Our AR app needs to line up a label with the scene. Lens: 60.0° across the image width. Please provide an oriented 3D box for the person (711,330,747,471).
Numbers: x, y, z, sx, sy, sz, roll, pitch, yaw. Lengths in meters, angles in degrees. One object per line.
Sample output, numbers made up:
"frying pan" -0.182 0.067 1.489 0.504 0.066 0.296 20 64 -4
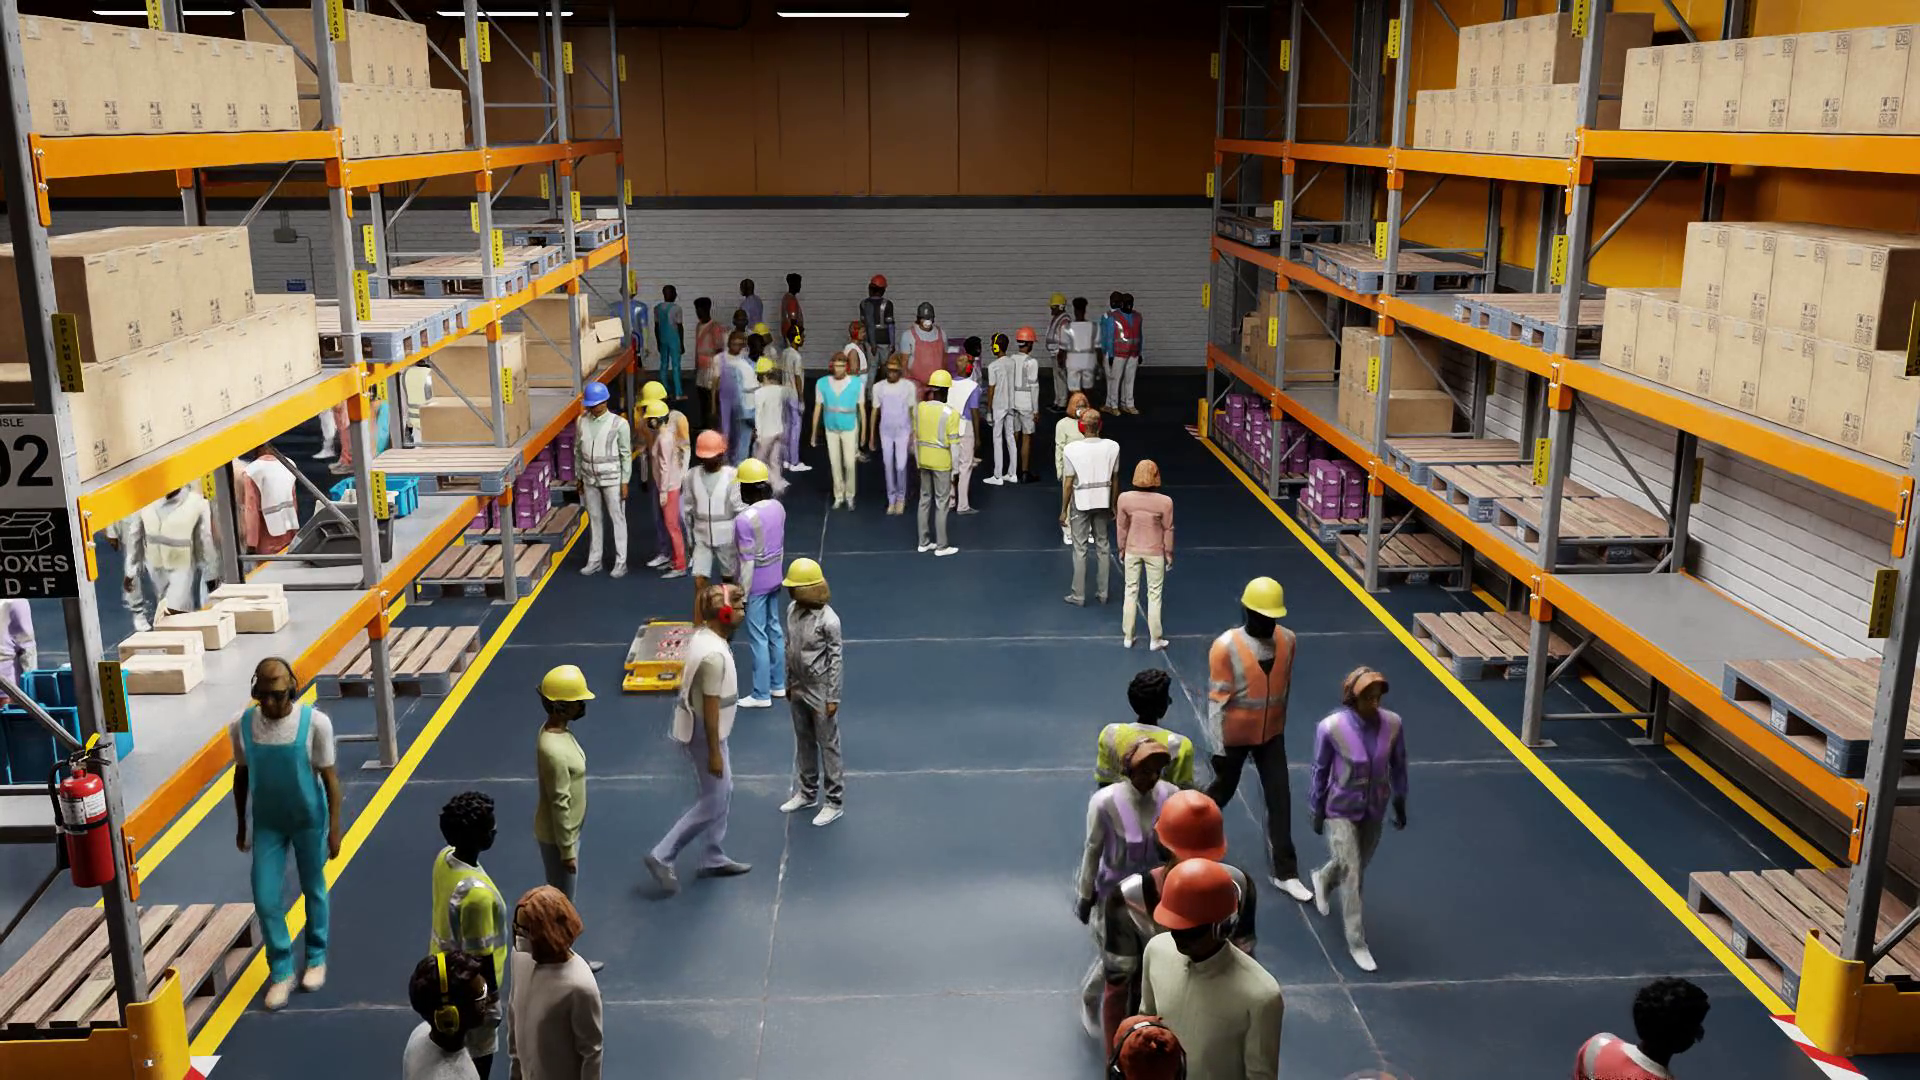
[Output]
"person" -2.856 -1.728 20.946 0.546 1.817 0.429 -4 15 -15

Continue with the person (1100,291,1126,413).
"person" 2.373 -2.862 25.351 0.622 1.845 0.429 -8 16 -30

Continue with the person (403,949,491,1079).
"person" -1.616 2.197 5.433 0.328 1.873 0.517 -7 16 -26

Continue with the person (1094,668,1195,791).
"person" 0.951 1.484 8.574 0.536 1.699 0.321 7 16 27

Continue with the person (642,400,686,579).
"person" -2.900 -0.500 16.262 0.346 1.759 0.517 -4 15 -15

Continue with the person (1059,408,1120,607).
"person" 1.193 -0.291 15.253 0.575 1.841 0.374 -5 15 -21

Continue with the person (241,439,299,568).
"person" -5.869 -0.057 14.218 0.408 1.909 0.593 4 15 14

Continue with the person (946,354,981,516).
"person" 0.004 -1.187 18.813 0.417 1.828 0.561 -13 19 -42

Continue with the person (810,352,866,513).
"person" -1.393 -1.224 18.946 0.611 1.829 0.580 3 15 10

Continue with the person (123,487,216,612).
"person" -6.231 0.212 13.265 0.623 1.852 0.994 2 14 7

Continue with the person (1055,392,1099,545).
"person" 1.239 -0.753 17.509 0.505 1.622 0.296 -5 15 -21

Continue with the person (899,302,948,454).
"person" -0.436 -2.162 22.205 0.689 2.000 0.537 -6 15 -22

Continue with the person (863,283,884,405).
"person" -1.334 -3.075 25.999 0.372 1.939 0.631 0 14 0

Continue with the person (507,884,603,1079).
"person" -1.552 2.082 6.359 0.500 1.633 0.283 11 18 37

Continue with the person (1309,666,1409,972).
"person" 2.120 1.425 8.989 0.524 1.608 0.775 -4 15 -17

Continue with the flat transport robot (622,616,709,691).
"flat transport robot" -2.348 0.916 13.652 0.652 0.197 1.431 -1 14 -3

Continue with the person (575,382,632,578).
"person" -3.492 -0.591 16.242 0.602 1.938 0.403 5 15 19

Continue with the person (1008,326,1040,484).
"person" 0.789 -1.660 20.465 0.387 1.929 0.544 -12 19 -39

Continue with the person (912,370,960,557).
"person" -0.227 -0.793 17.100 0.582 1.911 0.419 11 18 36

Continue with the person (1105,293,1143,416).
"person" 2.500 -2.802 25.116 0.625 1.844 0.429 -7 16 -27

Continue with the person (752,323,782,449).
"person" -2.647 -2.070 22.463 0.493 1.735 0.348 12 19 40

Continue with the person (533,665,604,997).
"person" -1.994 1.484 8.463 0.339 1.761 0.524 -3 15 -12

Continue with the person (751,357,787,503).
"person" -2.200 -1.219 19.073 0.387 1.755 0.533 8 16 29

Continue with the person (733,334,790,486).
"person" -2.419 -1.546 20.088 0.820 1.884 0.590 14 20 43

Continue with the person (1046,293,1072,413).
"person" 1.509 -2.860 25.386 0.403 1.824 0.591 -3 15 -12

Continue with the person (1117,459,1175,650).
"person" 1.565 0.123 14.041 0.500 1.636 0.281 6 15 22

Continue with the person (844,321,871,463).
"person" -1.366 -1.940 21.722 0.380 1.845 0.570 -1 14 -5

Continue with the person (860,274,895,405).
"person" -1.263 -3.103 25.885 0.607 2.048 0.367 8 16 28

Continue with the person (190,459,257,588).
"person" -6.249 -0.058 14.307 1.007 1.875 0.615 11 18 37

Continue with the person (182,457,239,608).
"person" -6.443 -0.096 14.374 0.391 1.905 0.599 8 16 28

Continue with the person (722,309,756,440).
"person" -3.040 -2.295 23.132 0.504 1.840 0.341 -7 16 -26

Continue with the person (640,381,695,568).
"person" -2.898 -0.655 16.571 0.697 1.898 0.546 8 16 29

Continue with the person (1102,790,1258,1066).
"person" 0.842 1.892 6.320 0.611 2.032 0.411 -4 15 -14

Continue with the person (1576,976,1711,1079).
"person" 2.244 2.247 5.607 0.354 1.684 0.550 -6 15 -21

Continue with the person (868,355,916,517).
"person" -0.763 -1.161 18.697 0.538 1.825 0.608 3 15 11

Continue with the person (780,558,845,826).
"person" -0.948 0.953 10.573 0.322 1.741 0.489 -13 20 -42

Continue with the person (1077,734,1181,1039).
"person" 0.813 1.687 7.913 0.532 1.619 0.362 -6 16 -23

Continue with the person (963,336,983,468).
"person" 0.137 -1.791 21.442 0.316 1.694 0.562 1 14 6

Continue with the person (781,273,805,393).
"person" -2.725 -3.371 27.116 0.368 1.958 0.600 -4 15 -14

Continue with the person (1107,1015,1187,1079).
"person" 0.554 2.310 4.988 0.583 1.878 0.342 -1 14 -3

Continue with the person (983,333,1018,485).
"person" 0.513 -1.600 20.369 0.510 1.860 0.333 -12 19 -40

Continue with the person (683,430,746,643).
"person" -2.066 0.024 13.910 0.564 1.888 0.949 2 14 8

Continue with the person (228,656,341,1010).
"person" -3.404 1.473 8.361 0.552 1.824 0.626 -2 14 -7

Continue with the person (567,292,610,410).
"person" -5.477 -2.650 24.121 0.981 2.000 0.696 -13 19 -41

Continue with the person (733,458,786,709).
"person" -1.544 0.329 12.654 0.370 1.925 0.595 6 16 23

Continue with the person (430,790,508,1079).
"person" -2.079 1.872 7.085 0.322 1.690 0.530 -9 17 -32

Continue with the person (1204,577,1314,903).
"person" 1.694 1.103 9.744 0.598 1.871 1.001 -6 16 -23

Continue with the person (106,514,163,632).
"person" -7.189 -0.147 14.571 0.409 1.906 0.605 11 18 36

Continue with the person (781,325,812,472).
"person" -2.102 -1.802 21.156 0.327 1.863 0.510 -7 16 -27

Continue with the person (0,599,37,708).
"person" -6.037 0.913 10.358 0.585 1.928 0.370 1 14 5

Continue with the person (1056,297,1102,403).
"person" 1.682 -2.491 23.689 0.624 1.928 0.862 -2 14 -9

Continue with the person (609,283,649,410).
"person" -5.101 -3.019 25.634 0.651 2.017 0.488 0 14 2

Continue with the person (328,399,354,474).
"person" -7.864 -1.837 21.018 0.373 1.997 0.615 -6 16 -24

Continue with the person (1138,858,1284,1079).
"person" 0.838 2.037 5.838 0.407 1.986 0.616 -13 19 -41

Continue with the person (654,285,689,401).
"person" -4.590 -3.114 26.346 0.506 1.839 0.351 6 15 22

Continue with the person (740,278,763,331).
"person" -3.312 -3.187 26.453 0.367 1.933 0.627 4 15 15

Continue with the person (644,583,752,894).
"person" -1.529 1.149 9.671 0.619 1.814 0.601 -2 14 -9

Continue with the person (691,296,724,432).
"person" -3.587 -2.511 23.772 0.553 1.941 0.624 -10 17 -34
